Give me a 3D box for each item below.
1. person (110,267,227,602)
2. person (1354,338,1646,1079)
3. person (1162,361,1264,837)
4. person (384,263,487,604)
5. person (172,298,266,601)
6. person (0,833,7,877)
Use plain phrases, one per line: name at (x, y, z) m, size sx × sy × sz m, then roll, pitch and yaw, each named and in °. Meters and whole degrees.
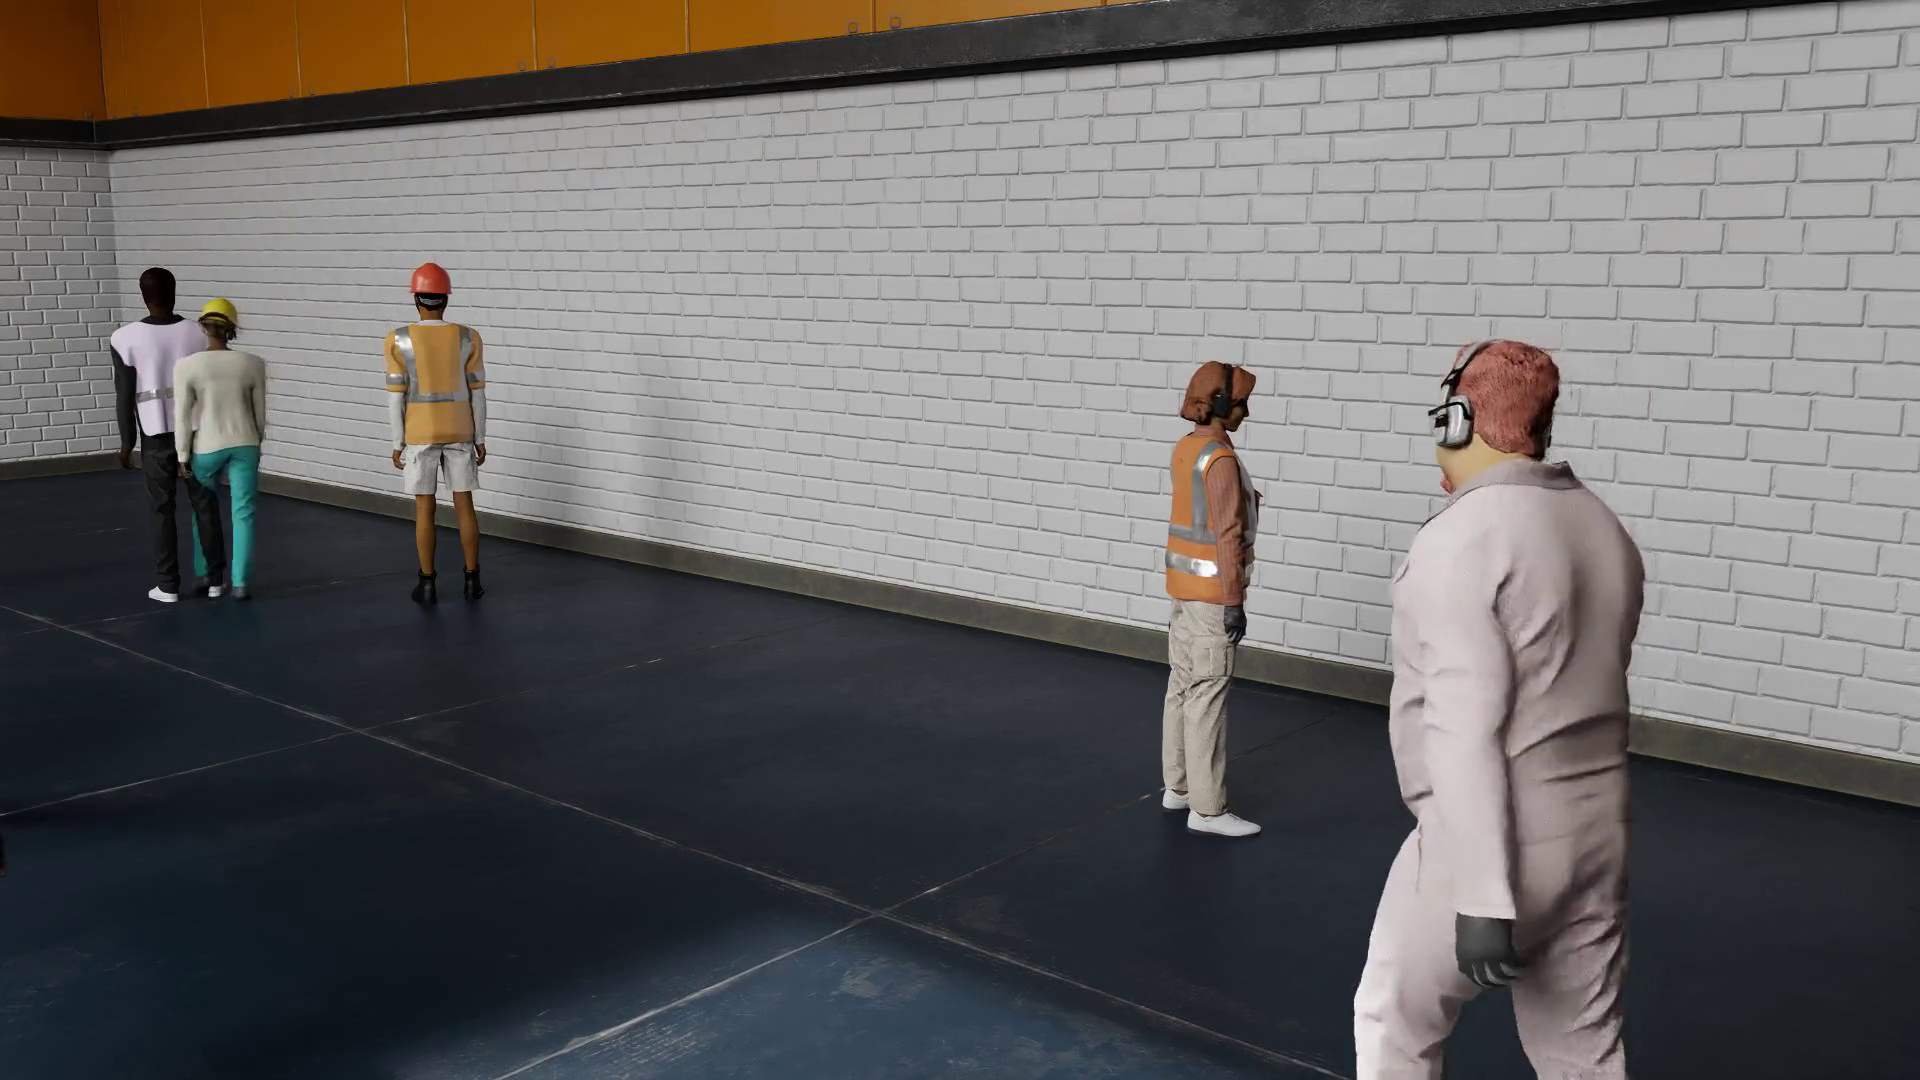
person at (-4.508, -0.595, 9.537) m, size 0.588 × 1.913 × 0.391 m, roll -7°, pitch 12°, yaw -35°
person at (0.996, 0.565, 3.109) m, size 0.647 × 1.852 × 0.870 m, roll -7°, pitch 12°, yaw -34°
person at (0.865, 0.200, 5.787) m, size 0.310 × 1.640 × 0.514 m, roll -2°, pitch 10°, yaw -11°
person at (-2.980, -0.602, 9.500) m, size 0.545 × 1.938 × 0.362 m, roll -5°, pitch 11°, yaw -25°
person at (-4.283, -0.526, 9.652) m, size 0.527 × 1.733 × 0.671 m, roll -7°, pitch 12°, yaw -35°
person at (-2.028, 0.446, 3.240) m, size 0.608 × 2.043 × 0.374 m, roll 8°, pitch 13°, yaw 40°
